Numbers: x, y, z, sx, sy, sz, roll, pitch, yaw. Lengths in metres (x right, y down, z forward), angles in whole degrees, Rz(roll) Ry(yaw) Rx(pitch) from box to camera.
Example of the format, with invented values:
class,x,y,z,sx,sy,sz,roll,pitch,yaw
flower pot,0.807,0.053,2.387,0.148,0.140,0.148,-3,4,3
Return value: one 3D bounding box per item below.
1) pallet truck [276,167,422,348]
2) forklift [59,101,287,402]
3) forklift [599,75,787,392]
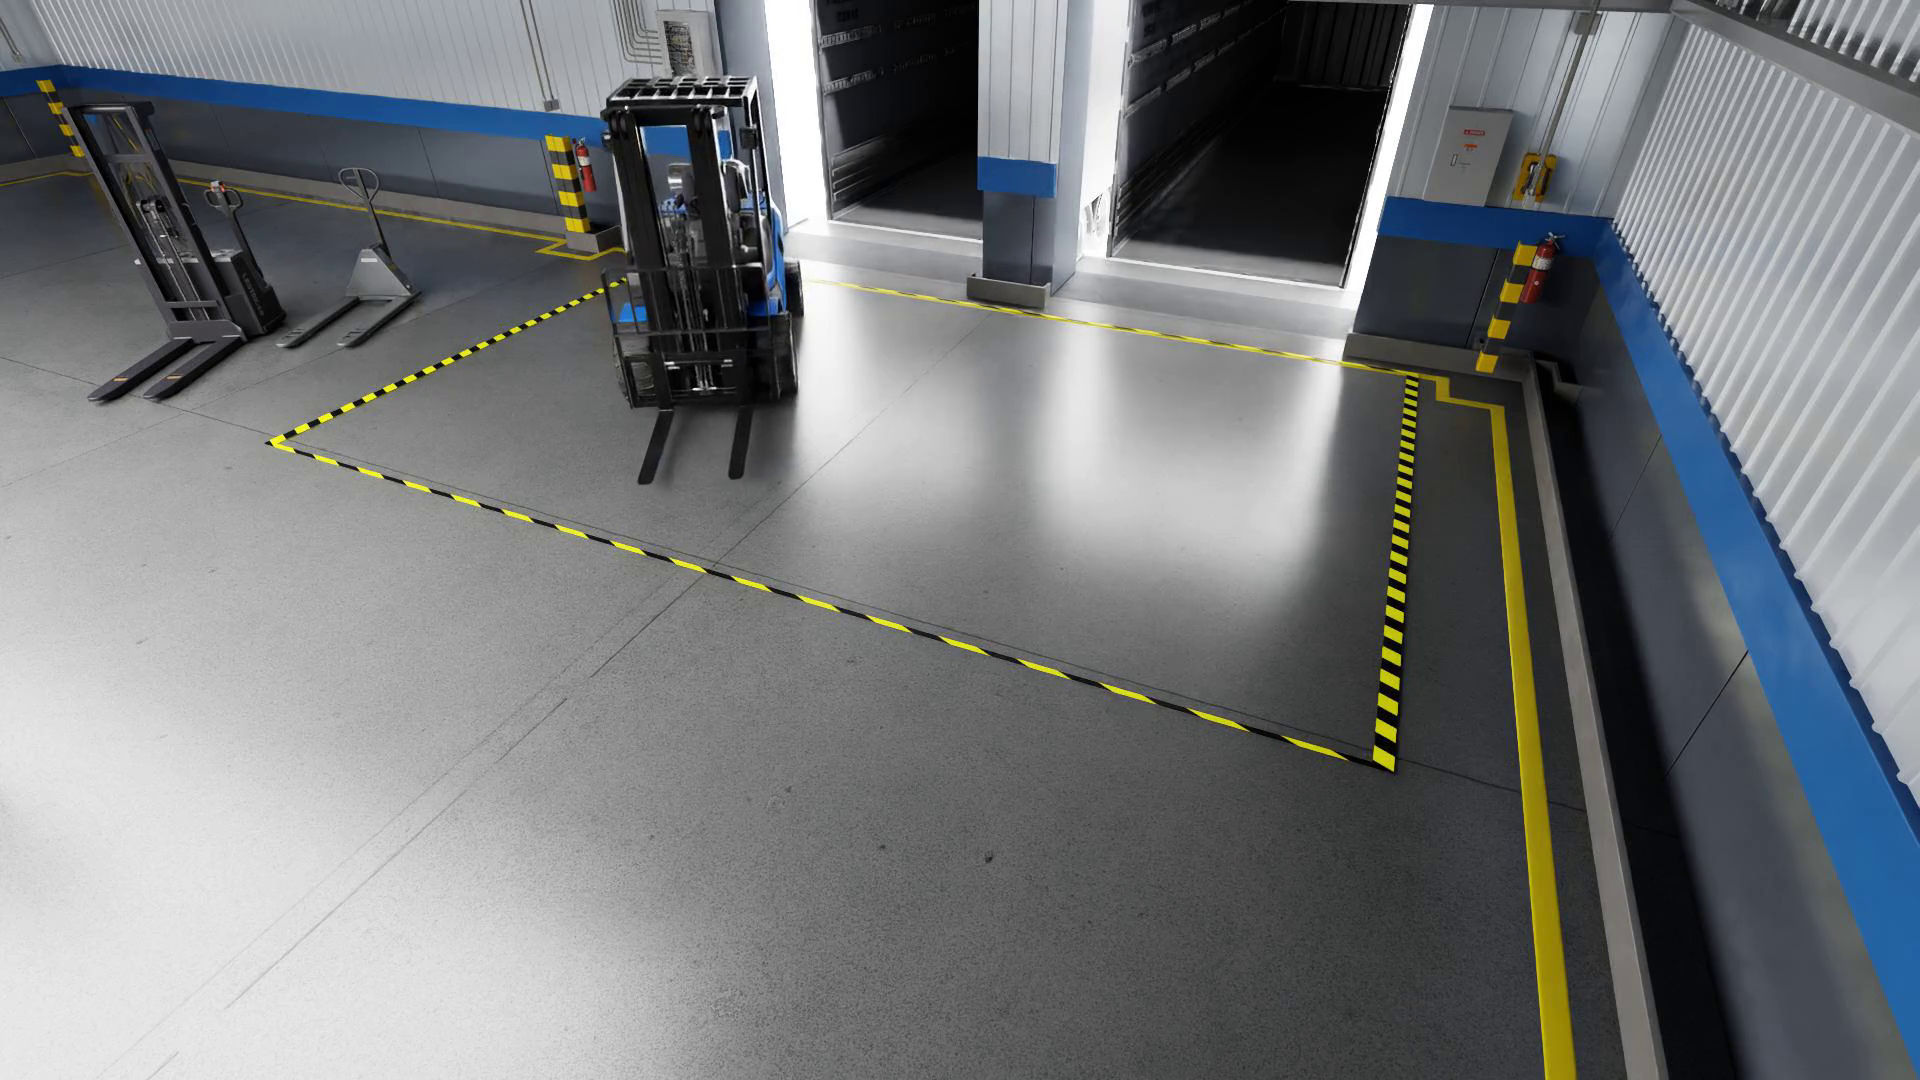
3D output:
class,x,y,z,sx,sy,sz,roll,pitch,yaw
pallet truck,-5.732,-2.611,8.414,0.680,1.201,1.601,-1,35,-1
forklift,-6.686,-2.387,7.434,0.823,1.965,1.885,-3,35,-5
forklift,-2.070,-2.579,7.395,1.157,2.036,2.680,-4,35,-6
